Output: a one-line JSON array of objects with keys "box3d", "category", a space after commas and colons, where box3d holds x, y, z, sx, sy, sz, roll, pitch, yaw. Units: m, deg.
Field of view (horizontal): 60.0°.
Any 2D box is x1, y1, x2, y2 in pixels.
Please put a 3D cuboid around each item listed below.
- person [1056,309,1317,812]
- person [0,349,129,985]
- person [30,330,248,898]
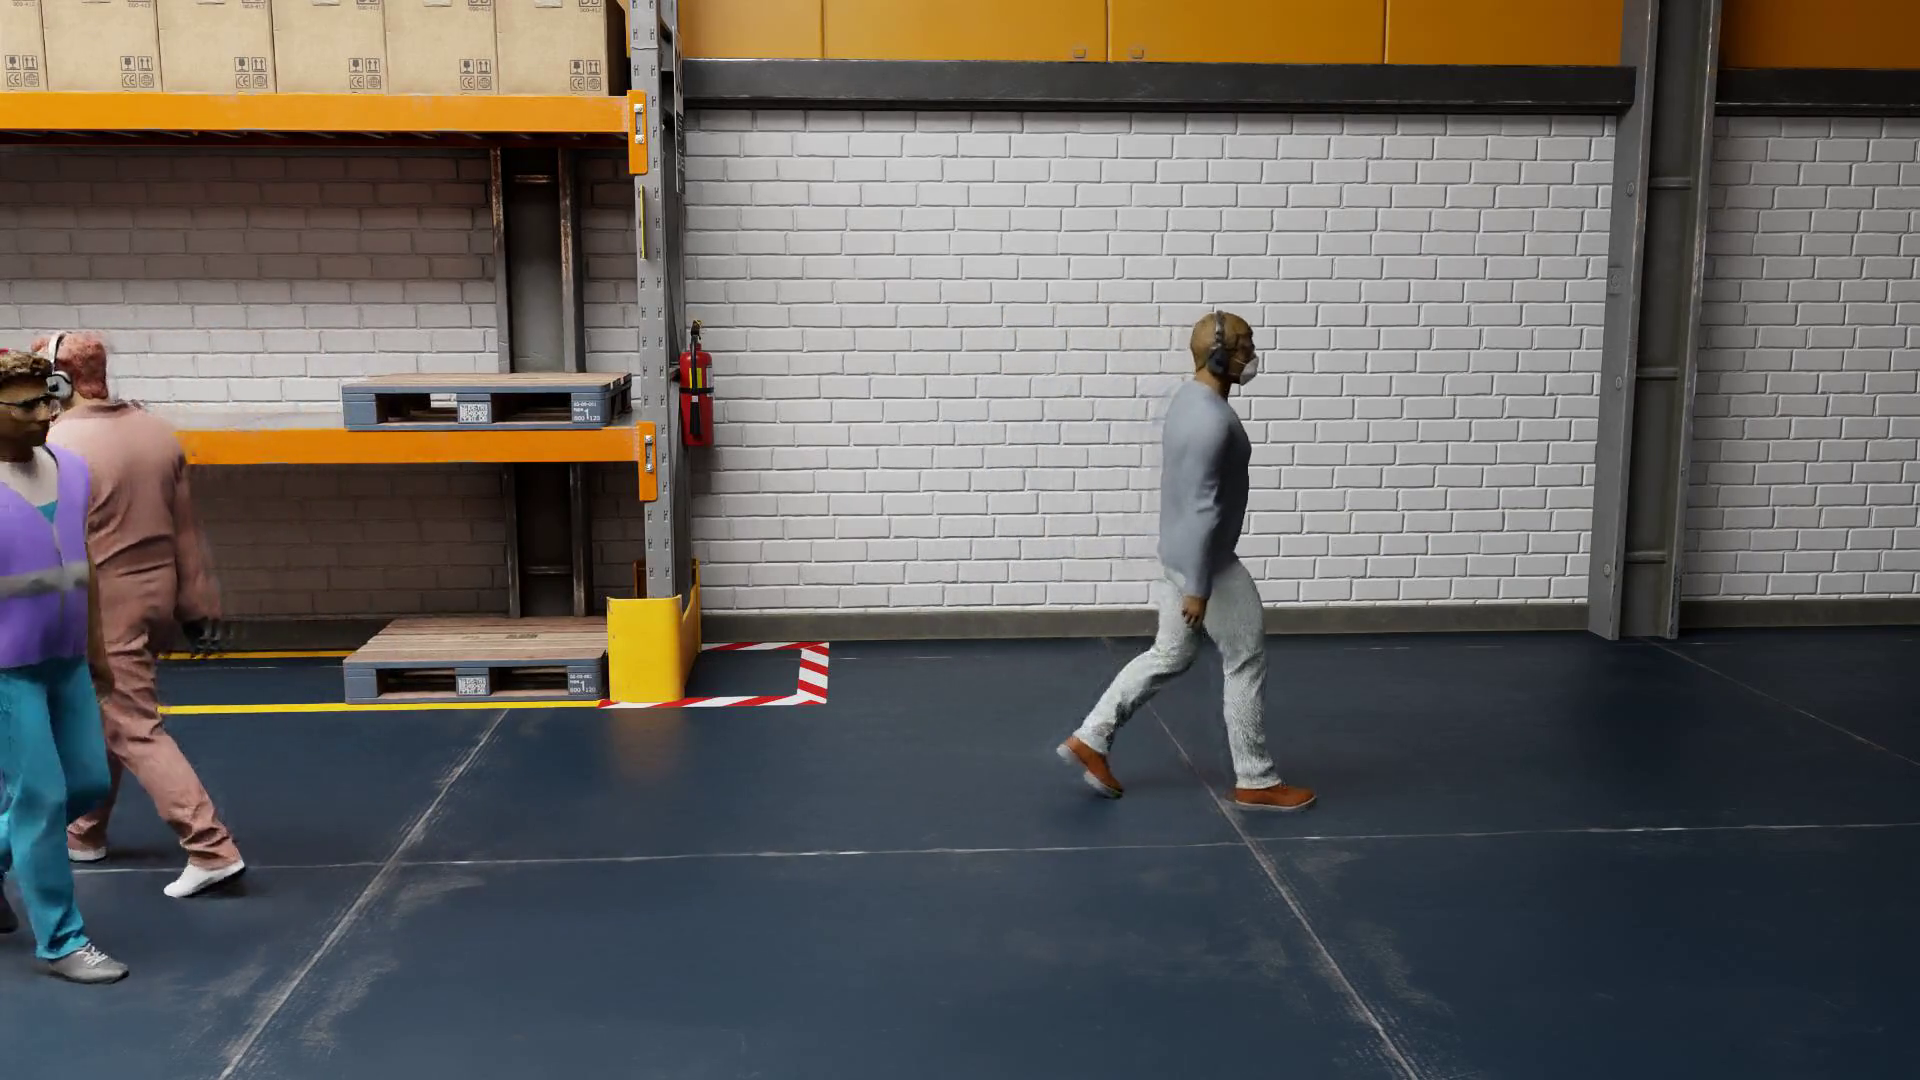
[{"box3d": [0.848, 0.086, 6.257, 0.943, 1.907, 0.632, 0, 9, -1], "category": "person"}, {"box3d": [-2.704, 0.365, 4.746, 0.591, 1.822, 0.590, 2, 9, 12], "category": "person"}, {"box3d": [-2.763, 0.244, 5.439, 0.991, 1.858, 0.660, 2, 9, 12], "category": "person"}]
